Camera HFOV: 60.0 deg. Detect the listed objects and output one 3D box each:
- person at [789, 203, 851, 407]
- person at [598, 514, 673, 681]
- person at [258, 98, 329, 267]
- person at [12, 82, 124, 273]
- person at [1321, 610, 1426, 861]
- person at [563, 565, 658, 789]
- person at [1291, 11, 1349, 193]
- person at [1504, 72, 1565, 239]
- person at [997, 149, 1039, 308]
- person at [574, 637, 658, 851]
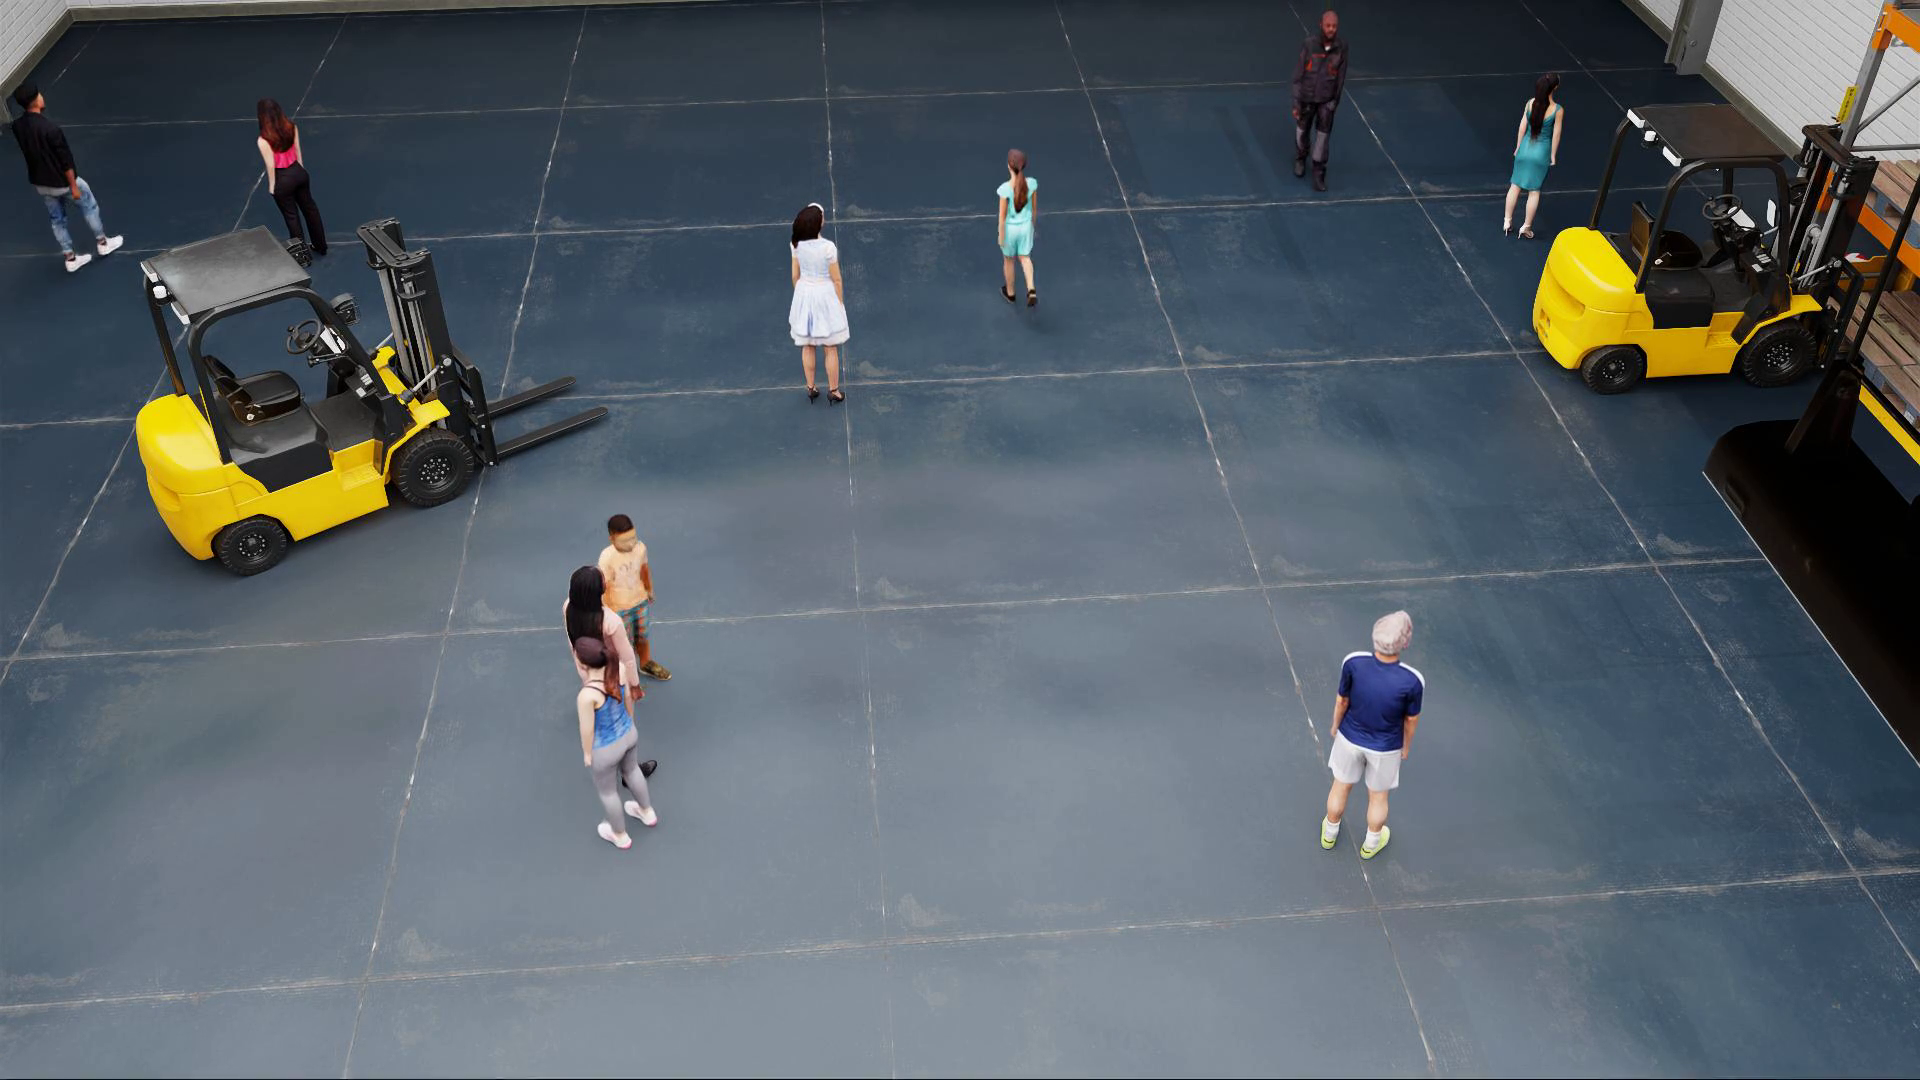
[{"bbox_3d":[-1.172,-1.927,13.722,0.810,1.809,0.848,11,40,13],"label":"person"},{"bbox_3d":[-2.245,0.419,11.065,0.698,1.459,0.660,26,46,29],"label":"person"},{"bbox_3d":[-6.324,-3.385,15.668,0.724,1.659,0.623,18,42,21],"label":"person"},{"bbox_3d":[-8.489,-3.330,15.491,0.889,1.794,0.998,10,40,13],"label":"person"},{"bbox_3d":[2.431,1.158,9.837,0.713,1.837,0.713,16,41,19],"label":"person"},{"bbox_3d":[-2.200,0.844,10.323,0.704,1.721,0.722,20,43,23],"label":"person"},{"bbox_3d":[3.634,-4.572,17.048,0.838,1.792,1.156,4,39,5],"label":"person"},{"bbox_3d":[5.539,-3.716,16.060,0.617,1.686,0.669,26,45,29],"label":"person"},{"bbox_3d":[0.544,-2.773,14.989,0.688,1.550,0.897,-13,40,-16],"label":"person"},{"bbox_3d":[-2.089,1.201,9.970,0.718,1.603,0.635,22,44,25],"label":"person"}]
